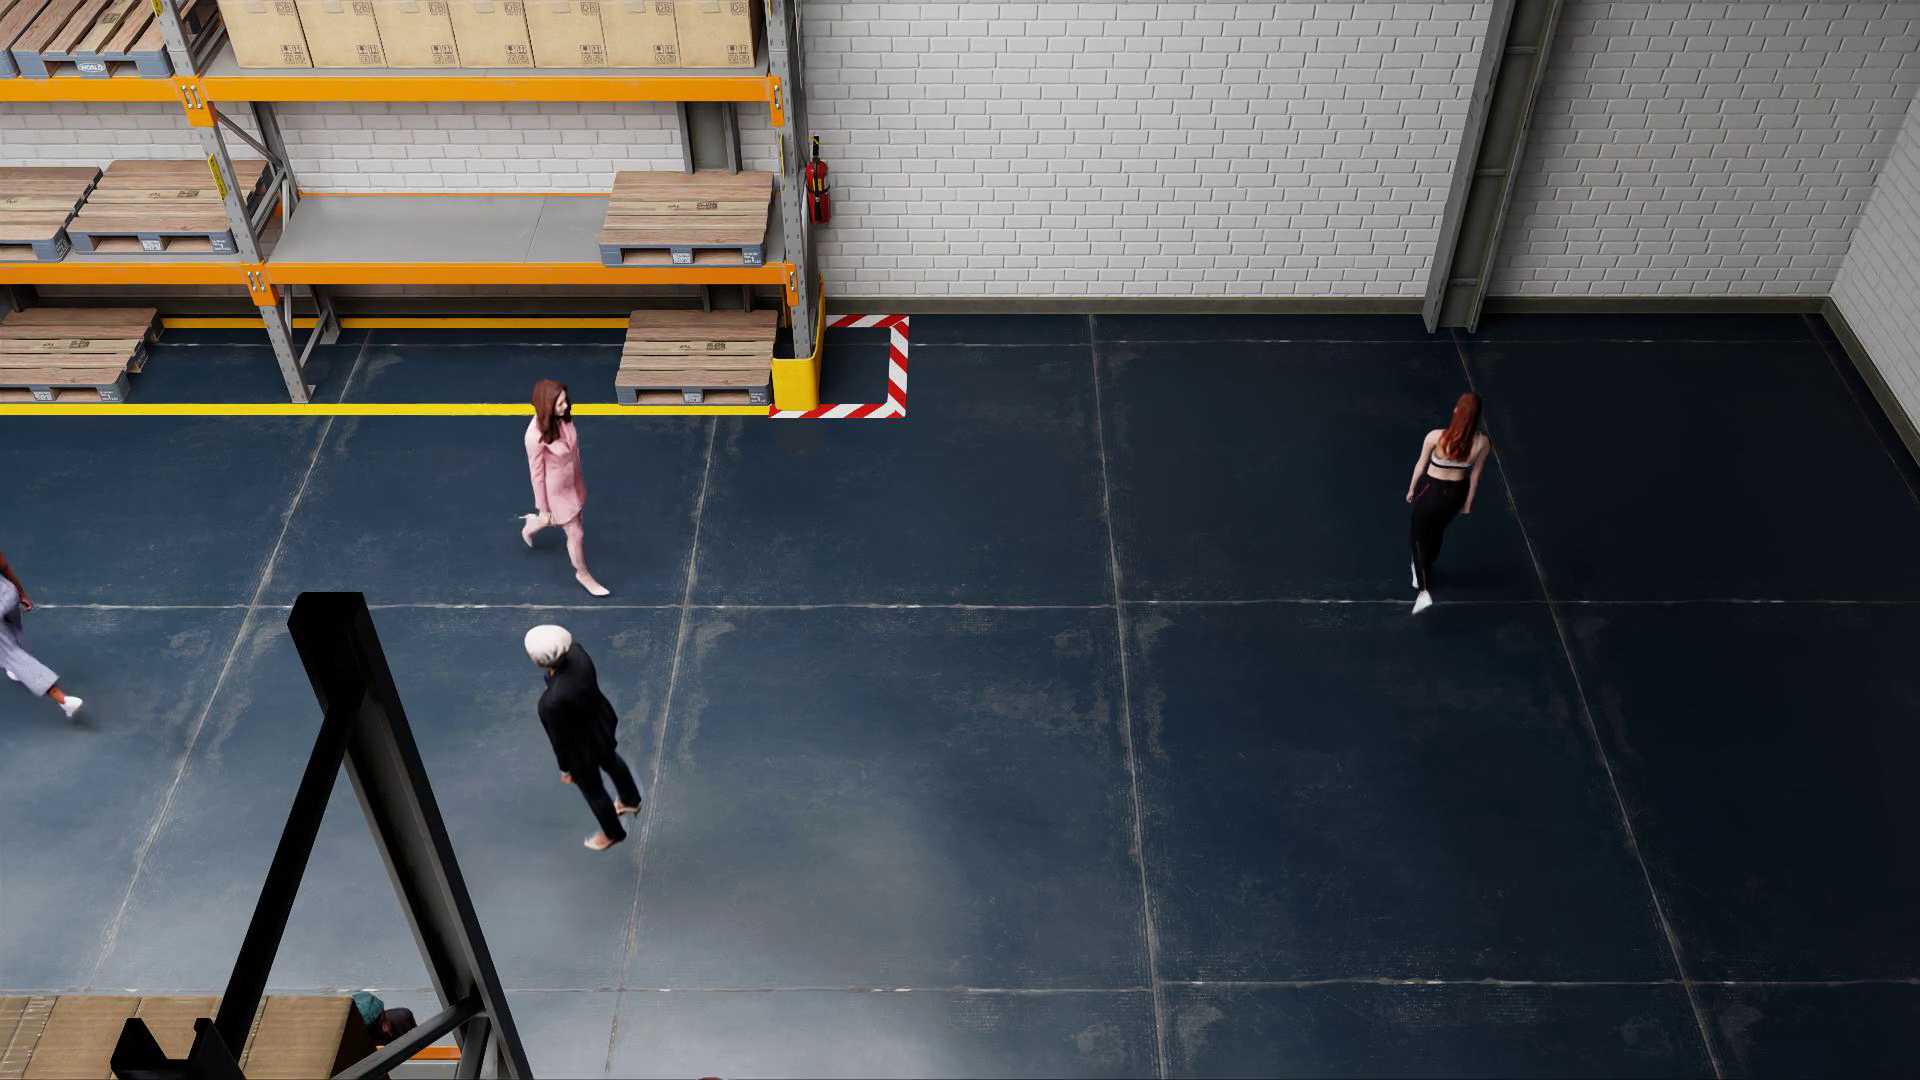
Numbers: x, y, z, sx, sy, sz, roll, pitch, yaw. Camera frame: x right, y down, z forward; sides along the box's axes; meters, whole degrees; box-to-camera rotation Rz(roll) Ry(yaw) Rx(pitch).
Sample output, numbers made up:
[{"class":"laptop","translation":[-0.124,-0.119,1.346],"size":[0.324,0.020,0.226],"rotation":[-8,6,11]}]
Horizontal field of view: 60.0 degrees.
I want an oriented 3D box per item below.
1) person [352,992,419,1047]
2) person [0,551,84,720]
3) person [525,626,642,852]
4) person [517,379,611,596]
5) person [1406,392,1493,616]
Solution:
[{"class":"person","translation":[-2.704,2.680,7.875],"size":[1.067,1.808,0.896],"rotation":[16,46,16]},{"class":"person","translation":[-5.920,0.463,10.301],"size":[1.145,1.671,0.888],"rotation":[18,47,18]},{"class":"person","translation":[-1.996,1.014,8.893],"size":[0.666,1.776,0.769],"rotation":[9,44,10]},{"class":"person","translation":[-2.747,-0.374,11.106],"size":[1.116,1.773,0.922],"rotation":[20,47,20]},{"class":"person","translation":[3.172,-0.210,10.967],"size":[0.921,1.727,0.701],"rotation":[4,44,5]}]
